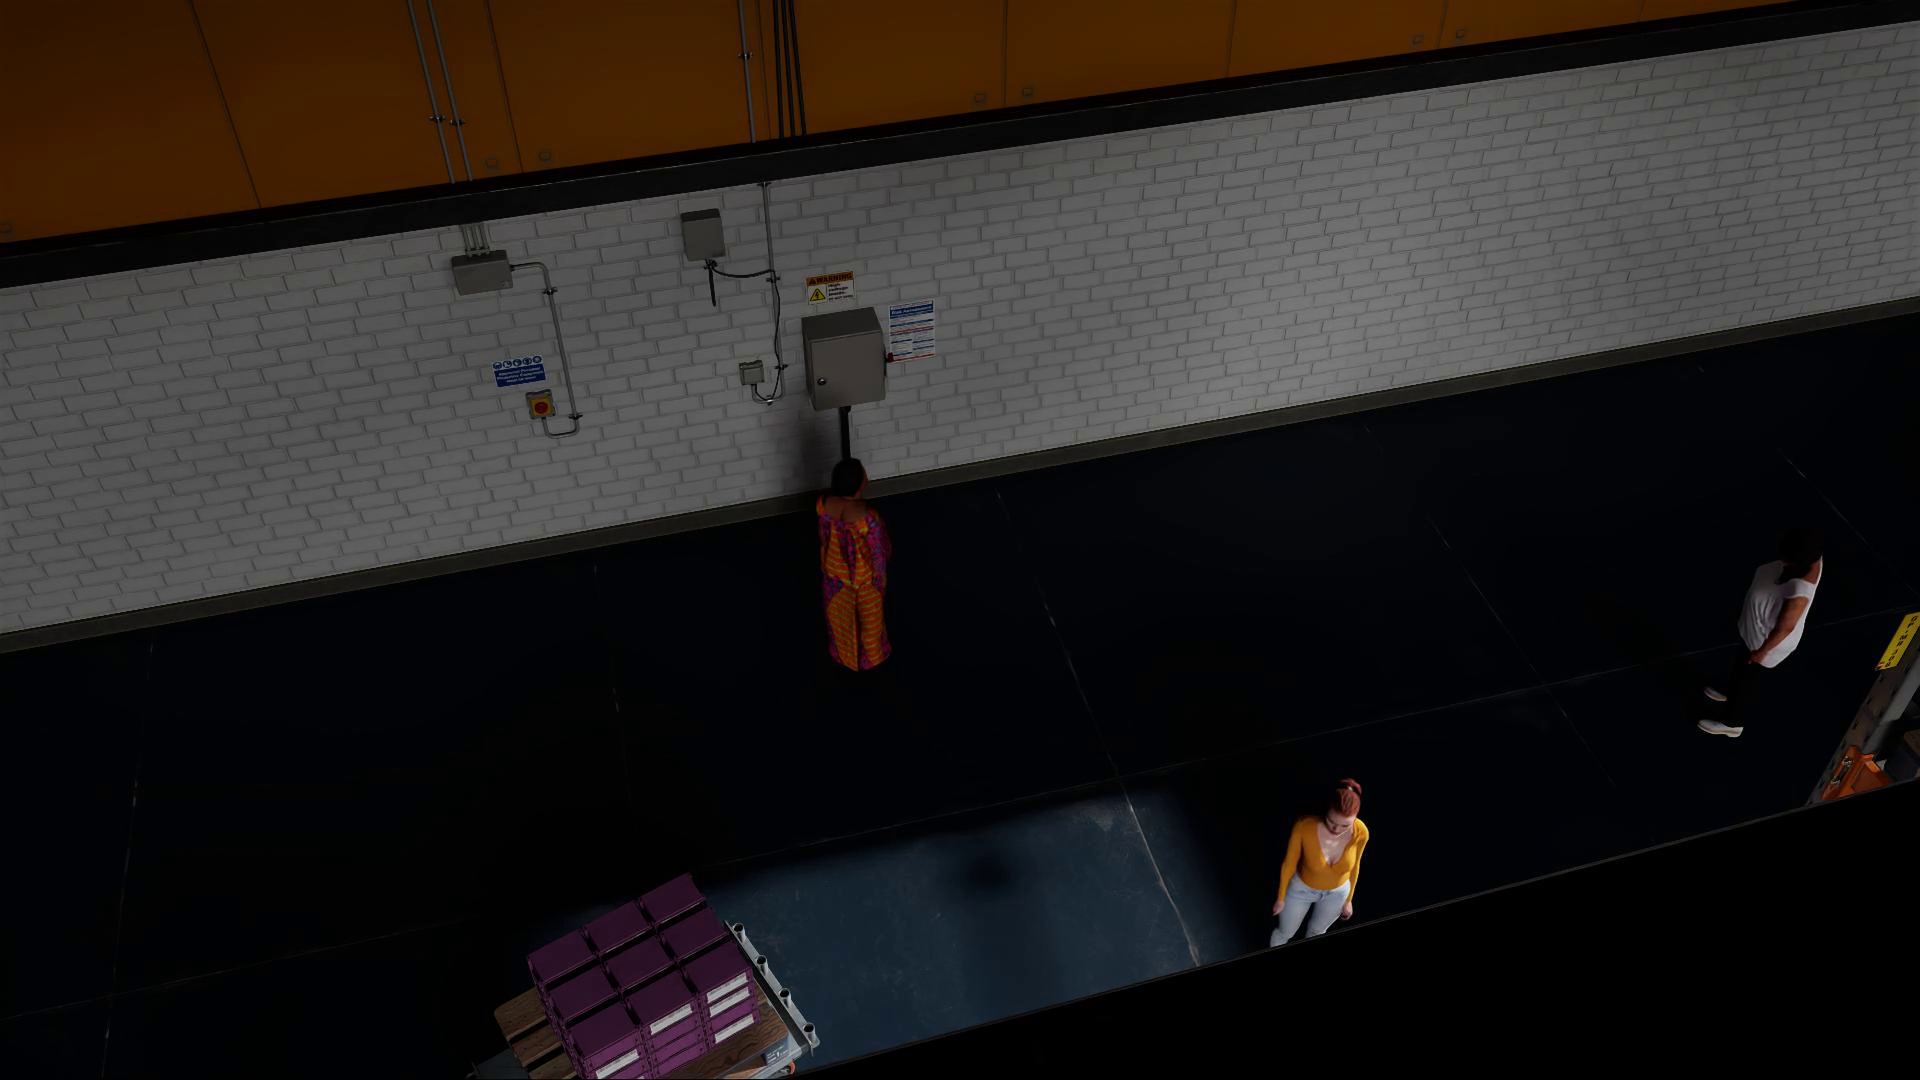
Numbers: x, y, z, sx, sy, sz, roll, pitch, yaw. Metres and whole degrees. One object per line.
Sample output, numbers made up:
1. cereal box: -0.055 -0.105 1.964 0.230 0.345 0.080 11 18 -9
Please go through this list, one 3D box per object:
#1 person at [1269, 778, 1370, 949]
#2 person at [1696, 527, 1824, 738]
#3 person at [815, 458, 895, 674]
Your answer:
1. person: 1.889 1.861 8.860 0.645 1.756 0.636 0 44 0
2. person: 4.982 0.549 10.286 0.821 1.689 0.758 21 48 21
3. person: -0.682 0.125 10.736 0.778 1.682 0.842 24 49 23
